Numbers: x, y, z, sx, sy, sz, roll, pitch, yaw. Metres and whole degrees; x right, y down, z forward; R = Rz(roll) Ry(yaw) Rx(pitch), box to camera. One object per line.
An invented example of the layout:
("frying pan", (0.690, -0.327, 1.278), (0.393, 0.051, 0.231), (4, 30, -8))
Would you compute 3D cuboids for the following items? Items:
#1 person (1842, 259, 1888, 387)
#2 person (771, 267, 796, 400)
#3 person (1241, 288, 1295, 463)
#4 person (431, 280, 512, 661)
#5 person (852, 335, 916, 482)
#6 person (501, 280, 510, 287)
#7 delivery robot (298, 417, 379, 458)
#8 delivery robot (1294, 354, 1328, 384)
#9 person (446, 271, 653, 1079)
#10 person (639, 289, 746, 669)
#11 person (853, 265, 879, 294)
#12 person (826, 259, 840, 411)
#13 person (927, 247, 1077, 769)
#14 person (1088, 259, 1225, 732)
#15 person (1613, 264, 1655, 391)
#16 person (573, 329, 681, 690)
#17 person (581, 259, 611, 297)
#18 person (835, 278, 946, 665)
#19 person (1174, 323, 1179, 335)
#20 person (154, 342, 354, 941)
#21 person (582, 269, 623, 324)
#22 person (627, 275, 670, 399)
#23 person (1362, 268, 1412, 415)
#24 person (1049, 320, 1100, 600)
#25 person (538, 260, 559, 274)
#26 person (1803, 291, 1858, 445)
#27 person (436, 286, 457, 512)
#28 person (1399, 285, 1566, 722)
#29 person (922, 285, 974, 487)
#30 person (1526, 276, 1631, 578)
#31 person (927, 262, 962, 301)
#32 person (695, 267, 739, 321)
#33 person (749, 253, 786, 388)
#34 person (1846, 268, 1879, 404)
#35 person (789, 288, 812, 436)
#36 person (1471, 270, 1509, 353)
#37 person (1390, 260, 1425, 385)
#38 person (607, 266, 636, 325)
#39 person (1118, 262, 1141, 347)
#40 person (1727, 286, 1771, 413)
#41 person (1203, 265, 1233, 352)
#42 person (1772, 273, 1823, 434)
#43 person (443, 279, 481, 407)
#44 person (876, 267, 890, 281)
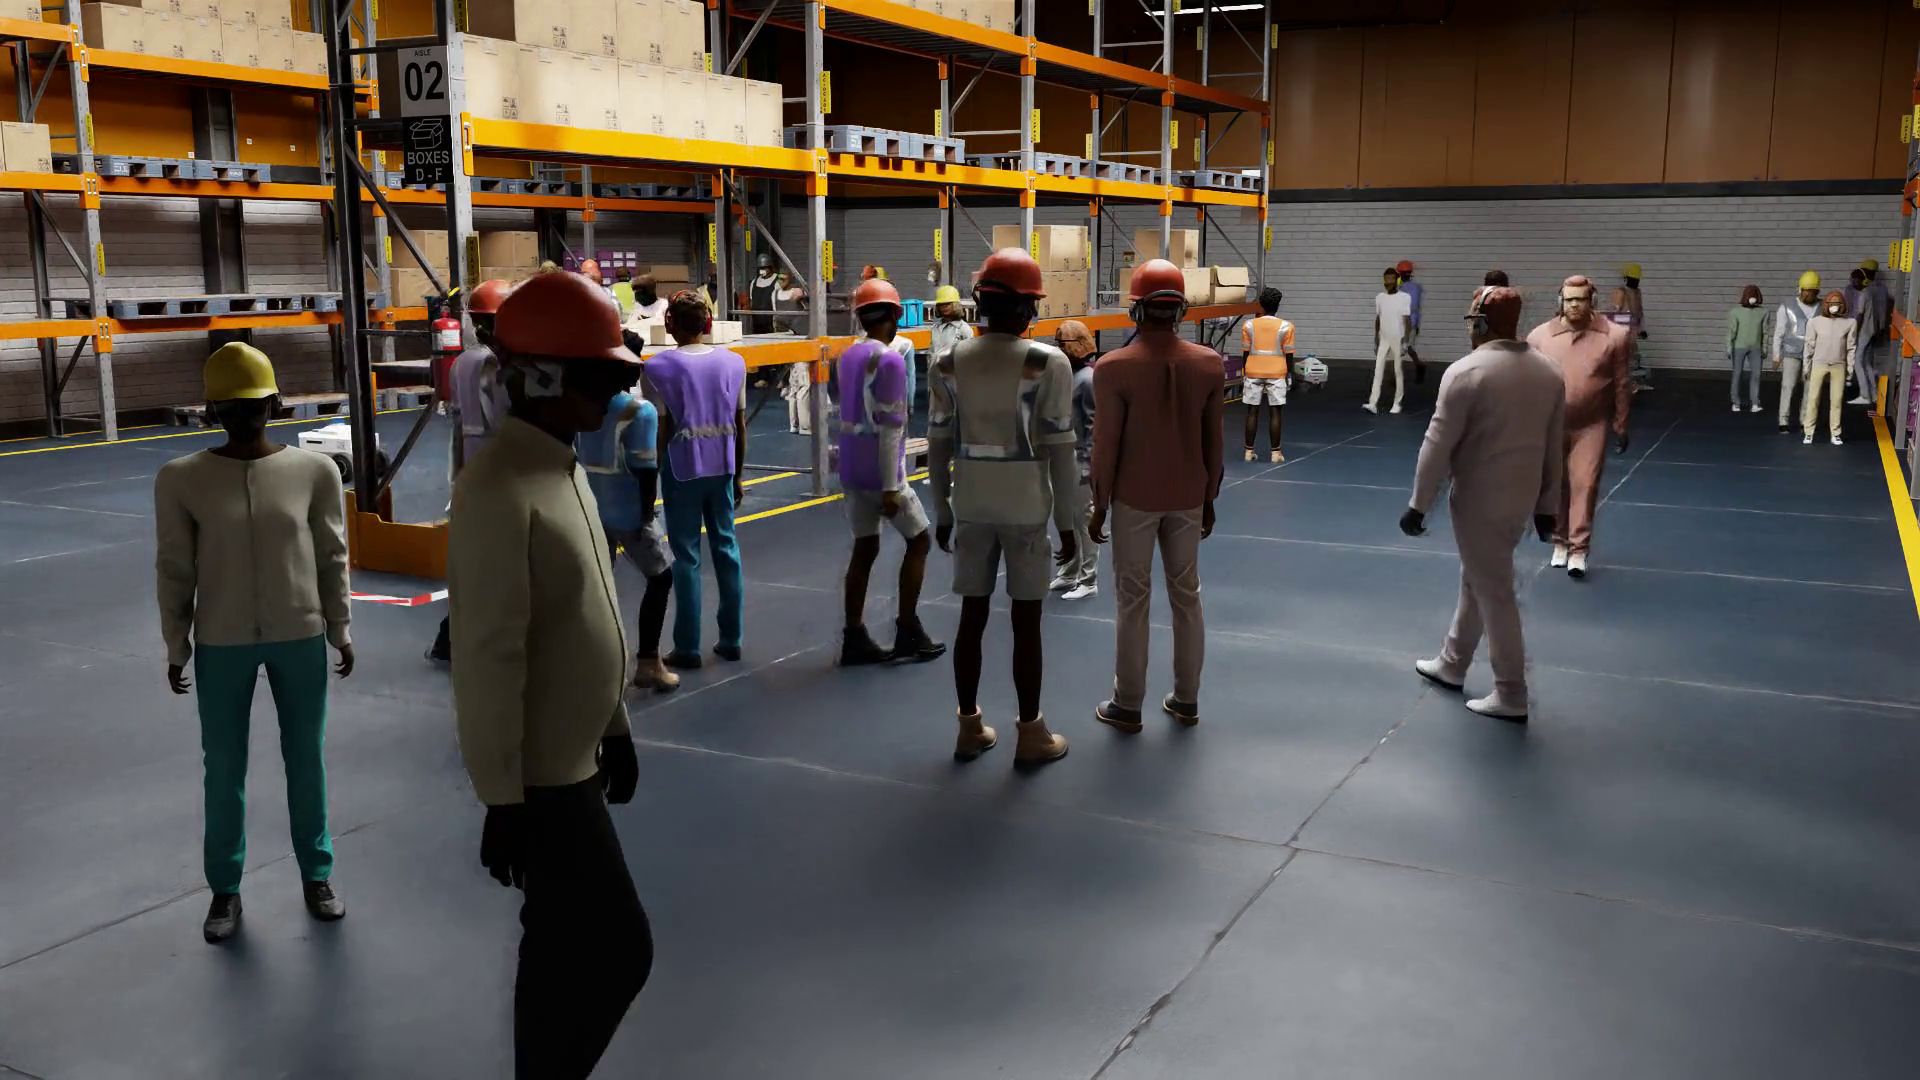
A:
("person", (13.609, -3.253, 25.034), (0.593, 1.924, 0.384), (8, 13, 40))
("person", (-2.365, -2.818, 22.830), (0.508, 1.830, 0.393), (4, 10, 20))
("person", (2.965, -1.582, 16.053), (0.530, 1.689, 0.322), (4, 11, 22))
("person", (-2.310, -0.350, 8.360), (0.959, 1.897, 0.554), (-8, 13, -40))
("person", (-0.607, -1.046, 13.117), (0.514, 1.633, 0.312), (-1, 10, -4))
("person", (-4.389, -1.613, 16.012), (0.533, 1.767, 0.326), (-5, 11, -27))
("delivery robot", (-5.554, -0.857, 14.863), (0.707, 0.478, 0.477), (4, 11, 23))
("delivery robot", (5.106, -2.468, 24.188), (0.477, 0.478, 0.707), (-1, 10, -3))
("person", (-0.808, 0.444, 3.459), (0.469, 1.981, 0.652), (0, 10, -2))
("person", (-1.284, -0.289, 8.109), (0.564, 1.847, 0.396), (-7, 12, -37))
("person", (-1.104, -2.517, 20.936), (0.411, 1.869, 0.686), (9, 13, 43))
("person", (-1.746, -2.655, 21.376), (0.391, 1.995, 0.613), (-3, 10, -16))
("person", (0.182, -0.123, 6.581), (0.614, 2.040, 0.391), (5, 11, 25))
("person", (0.825, -0.181, 7.055), (0.611, 1.995, 0.380), (-4, 10, -19))
("person", (9.812, -3.144, 24.588), (0.971, 1.867, 0.618), (9, 13, 43))
("person", (-1.527, -0.120, 7.596), (0.550, 1.682, 0.514), (6, 11, 30))
("person", (-4.802, -2.682, 21.697), (0.551, 1.936, 0.357), (-2, 10, -12))
("person", (-0.330, -0.330, 8.208), (0.689, 1.893, 0.594), (-6, 12, -32))
("person", (3.176, -3.363, 26.184), (0.546, 1.760, 0.343), (3, 10, 18))
("person", (-2.077, 0.299, 4.941), (0.533, 1.767, 0.322), (-5, 11, -27))
("person", (-3.439, -1.719, 16.357), (0.389, 1.869, 0.745), (5, 11, 25))
("person", (-3.054, -1.678, 16.270), (0.642, 1.797, 0.823), (5, 11, 27))
("person", (5.366, -2.465, 20.763), (0.541, 1.823, 0.942), (7, 12, 36))
("person", (0.661, -0.467, 9.754), (0.280, 1.634, 0.498), (-4, 11, -21))
("person", (-4.875, -2.368, 19.879), (0.627, 1.941, 0.370), (-4, 10, -20))
("person", (9.176, -1.811, 17.573), (0.505, 1.626, 0.283), (3, 10, 17))
("person", (-3.848, -1.147, 13.025), (0.531, 1.865, 0.310), (-3, 10, -16))
("person", (2.259, -0.180, 7.389), (0.657, 1.868, 0.897), (-6, 12, -32))
("person", (-0.106, -1.327, 14.420), (0.493, 1.742, 0.300), (8, 13, 40))
("person", (3.813, -0.703, 10.426), (0.675, 1.865, 0.918), (5, 11, 26))
("person", (-0.190, -2.834, 22.709), (0.566, 1.897, 0.635), (-6, 12, -32))
("person", (-3.460, -2.935, 23.522), (0.654, 1.809, 0.797), (0, 10, 0))
("person", (-2.897, -3.302, 24.992), (0.689, 2.000, 0.535), (5, 11, 25))
("person", (12.131, -2.729, 22.295), (0.453, 1.829, 0.661), (8, 13, 40))
("person", (-1.753, -1.979, 18.487), (0.310, 1.642, 0.514), (-5, 11, -27))
("person", (4.527, -1.343, 14.192), (0.415, 1.900, 0.622), (4, 11, 22))
("person", (6.802, -3.286, 25.241), (0.556, 1.921, 0.589), (-4, 11, -22))
("person", (-4.781, -2.993, 23.795), (0.619, 1.839, 0.430), (-3, 10, -19))
("person", (2.788, -3.516, 26.700), (0.510, 1.888, 0.797), (-3, 10, -16))
("person", (9.955, -2.389, 20.974), (0.521, 1.602, 0.770), (2, 10, 12))
("person", (3.950, -3.349, 25.873), (0.592, 1.828, 0.404), (0, 10, 2))
("person", (9.387, -2.059, 18.527), (0.619, 1.801, 0.486), (1, 10, 8))
("person", (-4.240, -1.386, 14.381), (0.548, 1.891, 0.985), (-6, 12, -32))
("person", (-1.118, -2.727, 22.272), (0.403, 1.827, 0.597), (-8, 13, -40))
